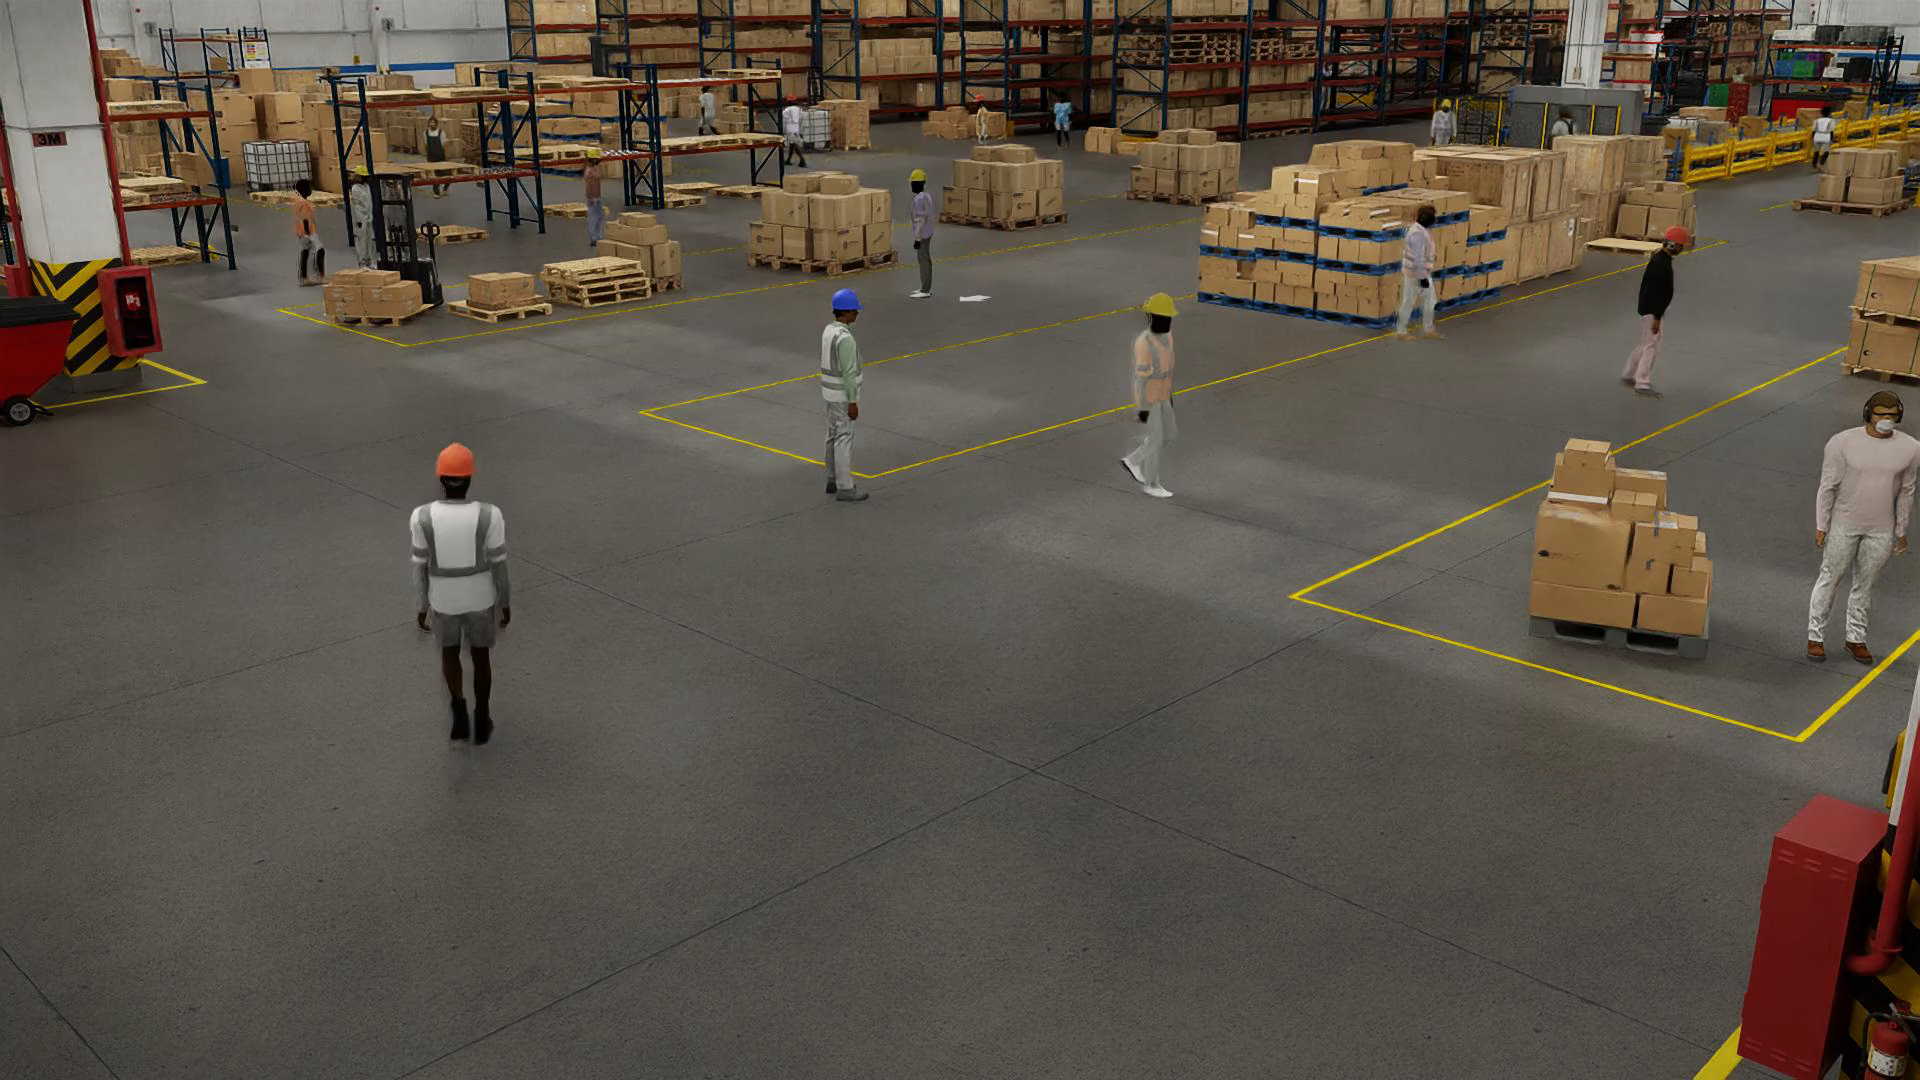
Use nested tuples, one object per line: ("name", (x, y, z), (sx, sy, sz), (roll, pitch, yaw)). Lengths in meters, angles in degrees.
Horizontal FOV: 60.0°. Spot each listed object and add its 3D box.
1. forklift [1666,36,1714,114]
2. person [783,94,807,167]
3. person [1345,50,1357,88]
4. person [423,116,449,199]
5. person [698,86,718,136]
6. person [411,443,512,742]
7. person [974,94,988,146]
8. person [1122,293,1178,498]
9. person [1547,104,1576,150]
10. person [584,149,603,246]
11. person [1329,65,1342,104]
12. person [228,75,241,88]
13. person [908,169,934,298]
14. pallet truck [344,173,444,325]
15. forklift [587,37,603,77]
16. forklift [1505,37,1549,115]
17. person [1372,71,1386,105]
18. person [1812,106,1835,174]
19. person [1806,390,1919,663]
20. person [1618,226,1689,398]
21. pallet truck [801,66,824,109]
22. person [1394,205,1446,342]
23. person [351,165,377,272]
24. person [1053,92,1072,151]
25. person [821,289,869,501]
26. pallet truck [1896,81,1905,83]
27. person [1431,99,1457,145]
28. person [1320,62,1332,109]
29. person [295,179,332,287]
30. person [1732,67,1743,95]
("forklift", (27.341, -17.291, 61.877), (1.129, 2.768, 1.873), (17, 25, 41))
("person", (-4.379, -10.810, 43.909), (0.989, 1.896, 0.559), (14, 23, 35))
("person", (17.620, -21.068, 74.816), (0.989, 1.894, 0.563), (-12, 22, -32))
("person", (-11.751, -8.617, 37.418), (0.514, 1.822, 0.790), (-1, 18, -4))
("person", (-7.446, -12.420, 48.728), (1.041, 1.897, 0.632), (13, 22, 34))
("person", (-3.041, 0.355, 10.202), (0.570, 1.919, 0.461), (-3, 19, -10))
("person", (0.540, -10.542, 43.017), (0.376, 1.936, 0.549), (-2, 18, -5))
("person", (1.770, -1.341, 15.340), (0.488, 1.908, 0.607), (11, 22, 31))
("person", (13.754, -8.958, 38.083), (0.698, 2.000, 0.636), (-13, 23, -35))
("person", (-6.663, -6.252, 30.373), (0.330, 1.761, 0.535), (3, 19, 10))
("person", (15.127, -18.530, 67.167), (0.647, 1.881, 0.645), (-8, 20, -23))
("person", (-23.310, -14.108, 53.841), (0.608, 1.887, 0.674), (-6, 19, -17))
("person", (-0.598, -4.652, 25.286), (0.385, 1.928, 0.589), (3, 19, 10))
("pallet truck", (-8.209, -4.181, 23.757), (0.823, 1.965, 1.885), (3, 19, 9))
("forklift", (-13.413, -17.166, 61.501), (1.873, 2.768, 1.129), (-6, 19, -17))
("forklift", (21.020, -16.854, 60.559), (1.873, 2.768, 1.129), (2, 18, 6))
("person", (15.513, -16.495, 61.445), (0.993, 1.621, 0.516), (-2, 18, -6))
("person", (21.909, -10.154, 42.228), (0.435, 1.682, 0.552), (-16, 24, -40))
("person", (6.247, -0.089, 11.521), (0.628, 1.940, 0.373), (3, 19, 8))
("person", (7.969, -2.629, 19.131), (0.566, 1.966, 0.733), (6, 19, 18))
("pallet truck", (-4.812, -15.182, 56.903), (0.823, 1.965, 1.885), (-9, 21, -26))
("person", (6.187, -3.511, 22.035), (0.761, 1.819, 0.630), (9, 20, 25))
("person", (-9.888, -5.345, 27.665), (0.313, 1.741, 0.487), (3, 19, 8))
("person", (2.982, -12.159, 48.283), (0.542, 1.682, 0.529), (5, 19, 15))
("person", (-1.064, -1.334, 15.258), (0.406, 1.945, 0.613), (-7, 20, -21))
("pallet truck", (34.802, -16.331, 61.455), (0.653, 1.274, 1.630), (17, 25, 41))
("person", (12.553, -10.475, 43.039), (0.618, 1.784, 0.922), (-2, 18, -5))
("person", (13.535, -16.699, 61.566), (0.632, 1.940, 0.372), (-11, 21, -31))
("person", (-10.184, -4.844, 26.241), (0.656, 1.671, 0.557), (-10, 21, -28))
("person", (30.453, -17.695, 65.089), (0.746, 1.605, 0.502), (-8, 20, -23))
